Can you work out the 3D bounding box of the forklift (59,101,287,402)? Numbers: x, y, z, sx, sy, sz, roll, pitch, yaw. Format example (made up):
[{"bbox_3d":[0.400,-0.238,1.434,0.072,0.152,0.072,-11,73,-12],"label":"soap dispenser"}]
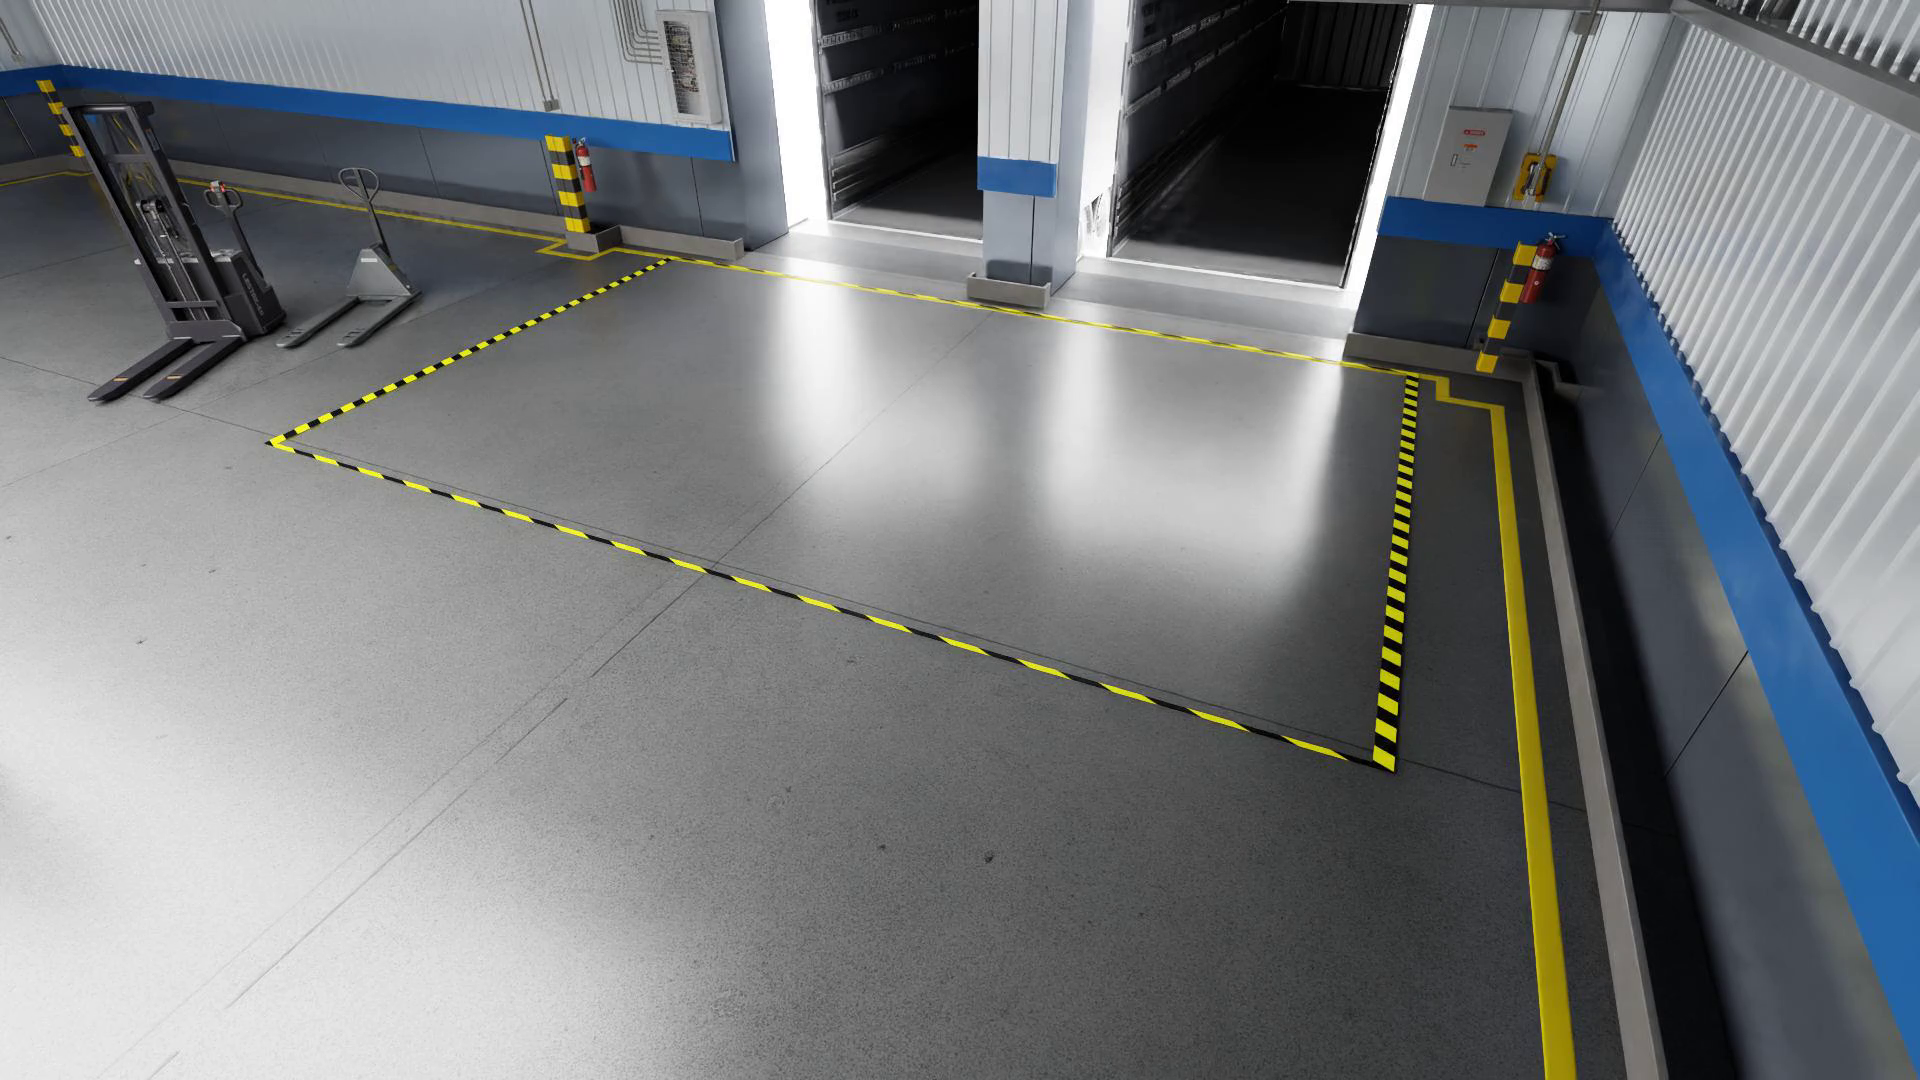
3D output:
[{"bbox_3d":[-6.686,-2.387,7.434,0.823,1.965,1.885,-3,35,-5],"label":"forklift"}]

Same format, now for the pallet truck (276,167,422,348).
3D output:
[{"bbox_3d":[-5.732,-2.611,8.414,0.680,1.201,1.601,-1,35,-1],"label":"pallet truck"}]
